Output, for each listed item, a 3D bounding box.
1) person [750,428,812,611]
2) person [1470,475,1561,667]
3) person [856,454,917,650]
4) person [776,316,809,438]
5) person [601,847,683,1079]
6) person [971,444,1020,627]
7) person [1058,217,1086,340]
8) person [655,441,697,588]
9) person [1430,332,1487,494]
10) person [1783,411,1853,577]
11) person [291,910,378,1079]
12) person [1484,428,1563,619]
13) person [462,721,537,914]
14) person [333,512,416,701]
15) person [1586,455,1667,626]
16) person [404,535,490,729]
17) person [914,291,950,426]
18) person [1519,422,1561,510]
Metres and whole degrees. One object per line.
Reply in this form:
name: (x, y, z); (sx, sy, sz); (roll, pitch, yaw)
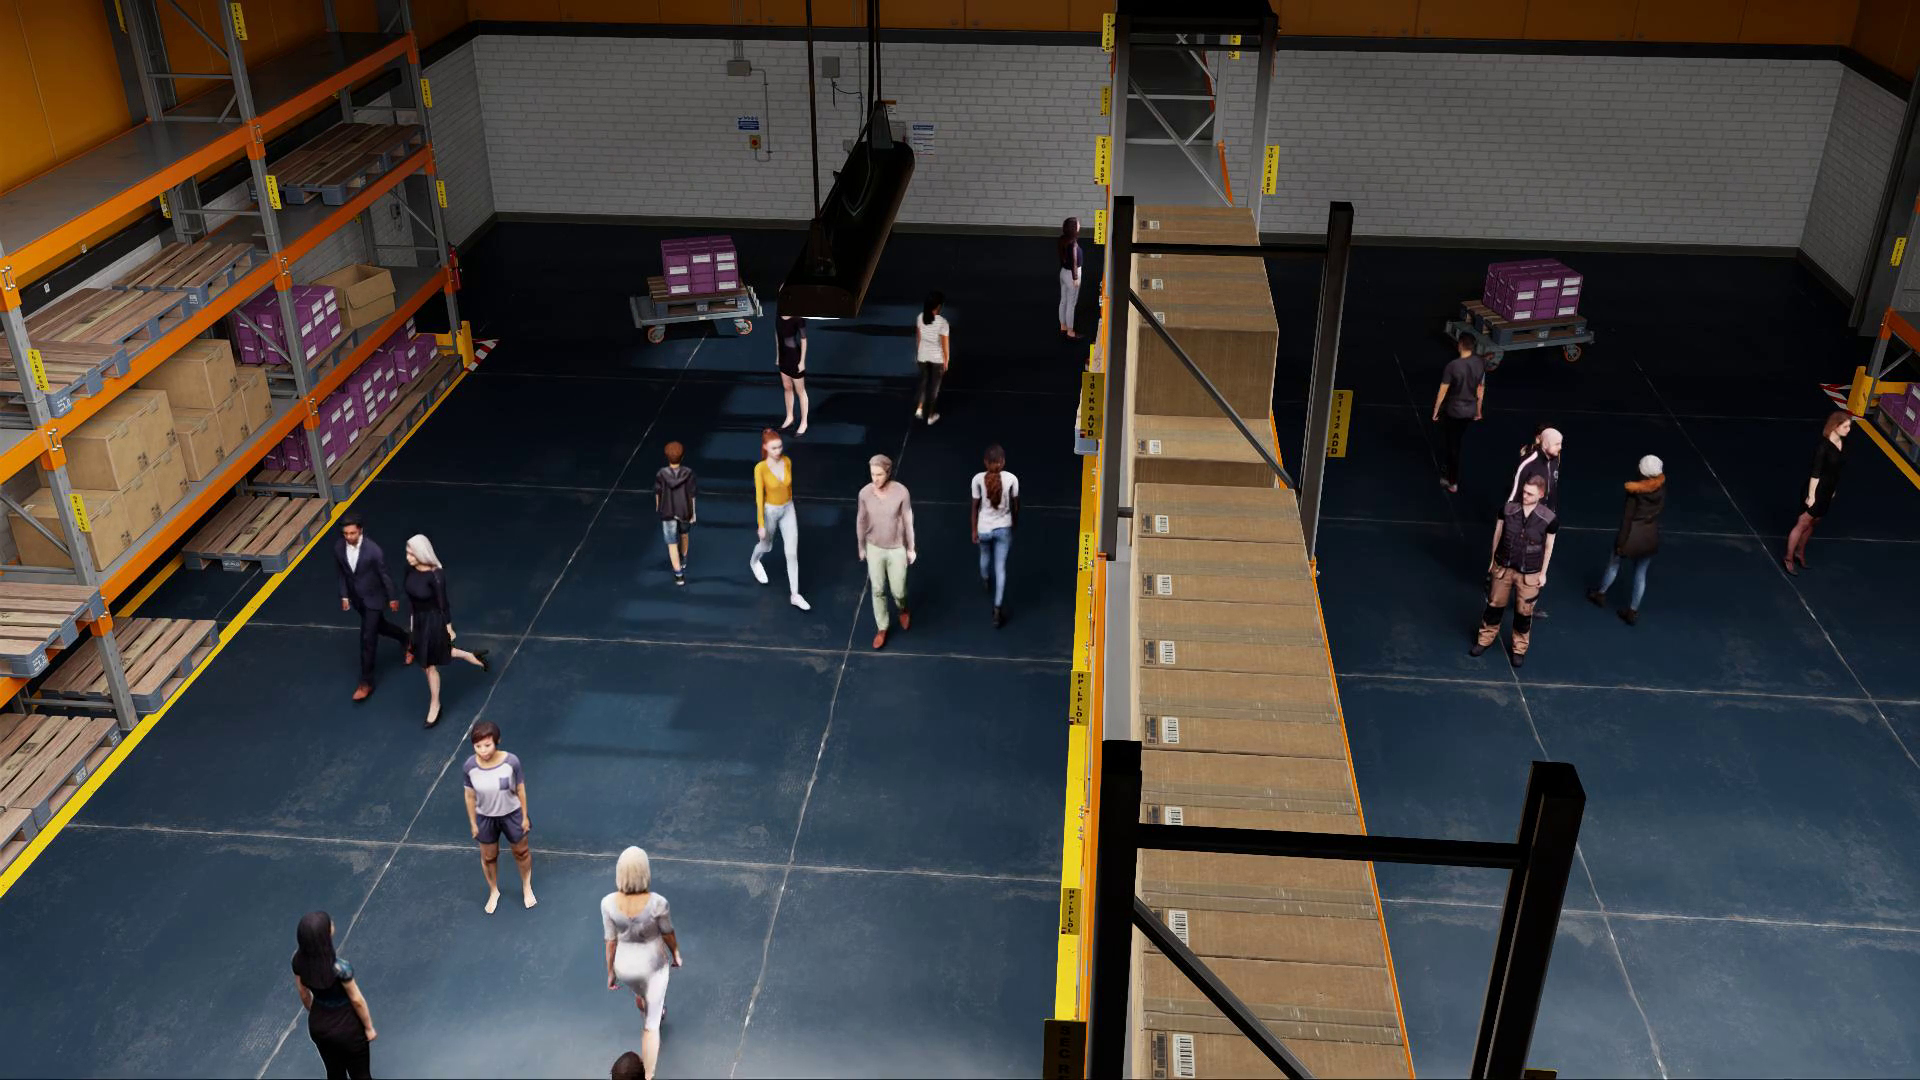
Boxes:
person: (-1.774, -0.234, 15.575); (1.125, 1.710, 1.206); (-20, 35, -33)
person: (4.905, 0.229, 14.589); (0.773, 1.841, 0.758); (17, 33, 28)
person: (-0.639, 0.051, 14.905); (0.710, 1.853, 0.784); (4, 29, 8)
person: (-1.895, -2.055, 18.790); (0.644, 1.830, 0.675); (23, 36, 36)
person: (-1.958, 2.701, 10.207); (0.588, 1.700, 1.083); (2, 29, 3)
person: (0.321, -0.028, 15.227); (0.607, 1.682, 1.081); (2, 29, 3)
person: (1.438, -3.391, 21.474); (0.737, 1.604, 0.618); (-10, 30, -18)
person: (-2.709, -0.226, 15.870); (0.751, 1.416, 1.039); (-8, 30, -14)
person: (5.307, -1.315, 17.519); (0.826, 1.746, 0.900); (-8, 30, -15)
person: (8.259, -0.465, 16.005); (0.654, 1.705, 0.693); (-18, 34, -30)
person: (-3.676, 2.882, 9.835); (0.598, 1.737, 0.546); (8, 30, 14)
person: (5.191, -0.250, 15.518); (1.073, 1.793, 1.141); (-20, 34, -32)
person: (-3.256, 1.934, 11.753); (0.622, 1.565, 0.602); (-5, 29, -10)
person: (-5.031, 0.466, 14.318); (0.878, 1.686, 1.200); (9, 30, 16)
person: (6.237, 0.031, 15.196); (0.777, 1.608, 0.934); (-8, 30, -14)
person: (-4.337, 0.695, 13.862); (0.927, 1.720, 1.092); (19, 34, 31)
person: (-0.352, -2.036, 18.959); (0.711, 1.633, 0.776); (12, 31, 22)
person: (5.604, -0.484, 16.235); (0.755, 1.518, 1.053); (11, 30, 19)
